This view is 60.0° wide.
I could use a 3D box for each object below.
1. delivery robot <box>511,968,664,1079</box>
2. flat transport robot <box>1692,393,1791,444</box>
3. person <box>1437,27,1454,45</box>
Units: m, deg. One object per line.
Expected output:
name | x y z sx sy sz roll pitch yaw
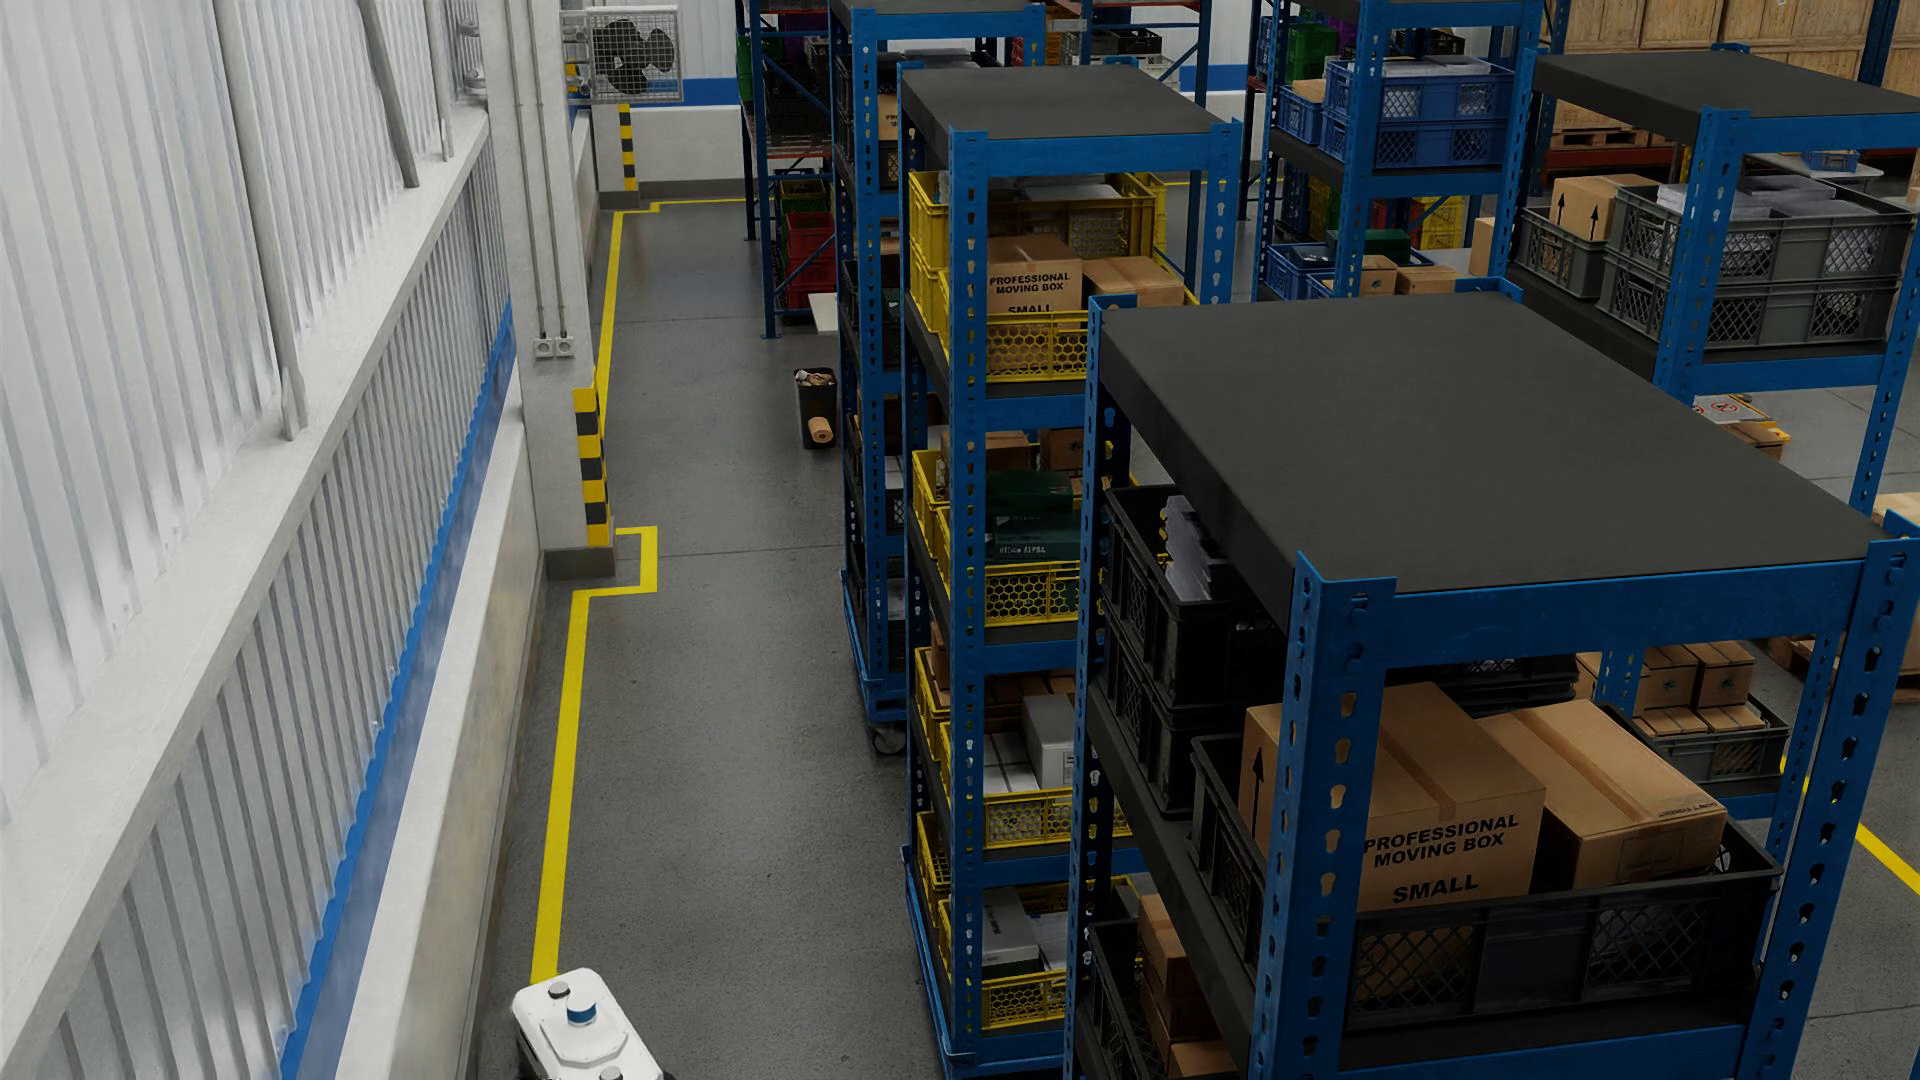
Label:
delivery robot | -1.318 1.817 5.870 0.477 0.478 0.707 -14 28 -29
flat transport robot | 5.224 -0.859 12.132 1.431 0.197 0.652 -4 25 -8
person | 5.349 -4.797 18.712 0.635 1.937 0.354 14 28 28
